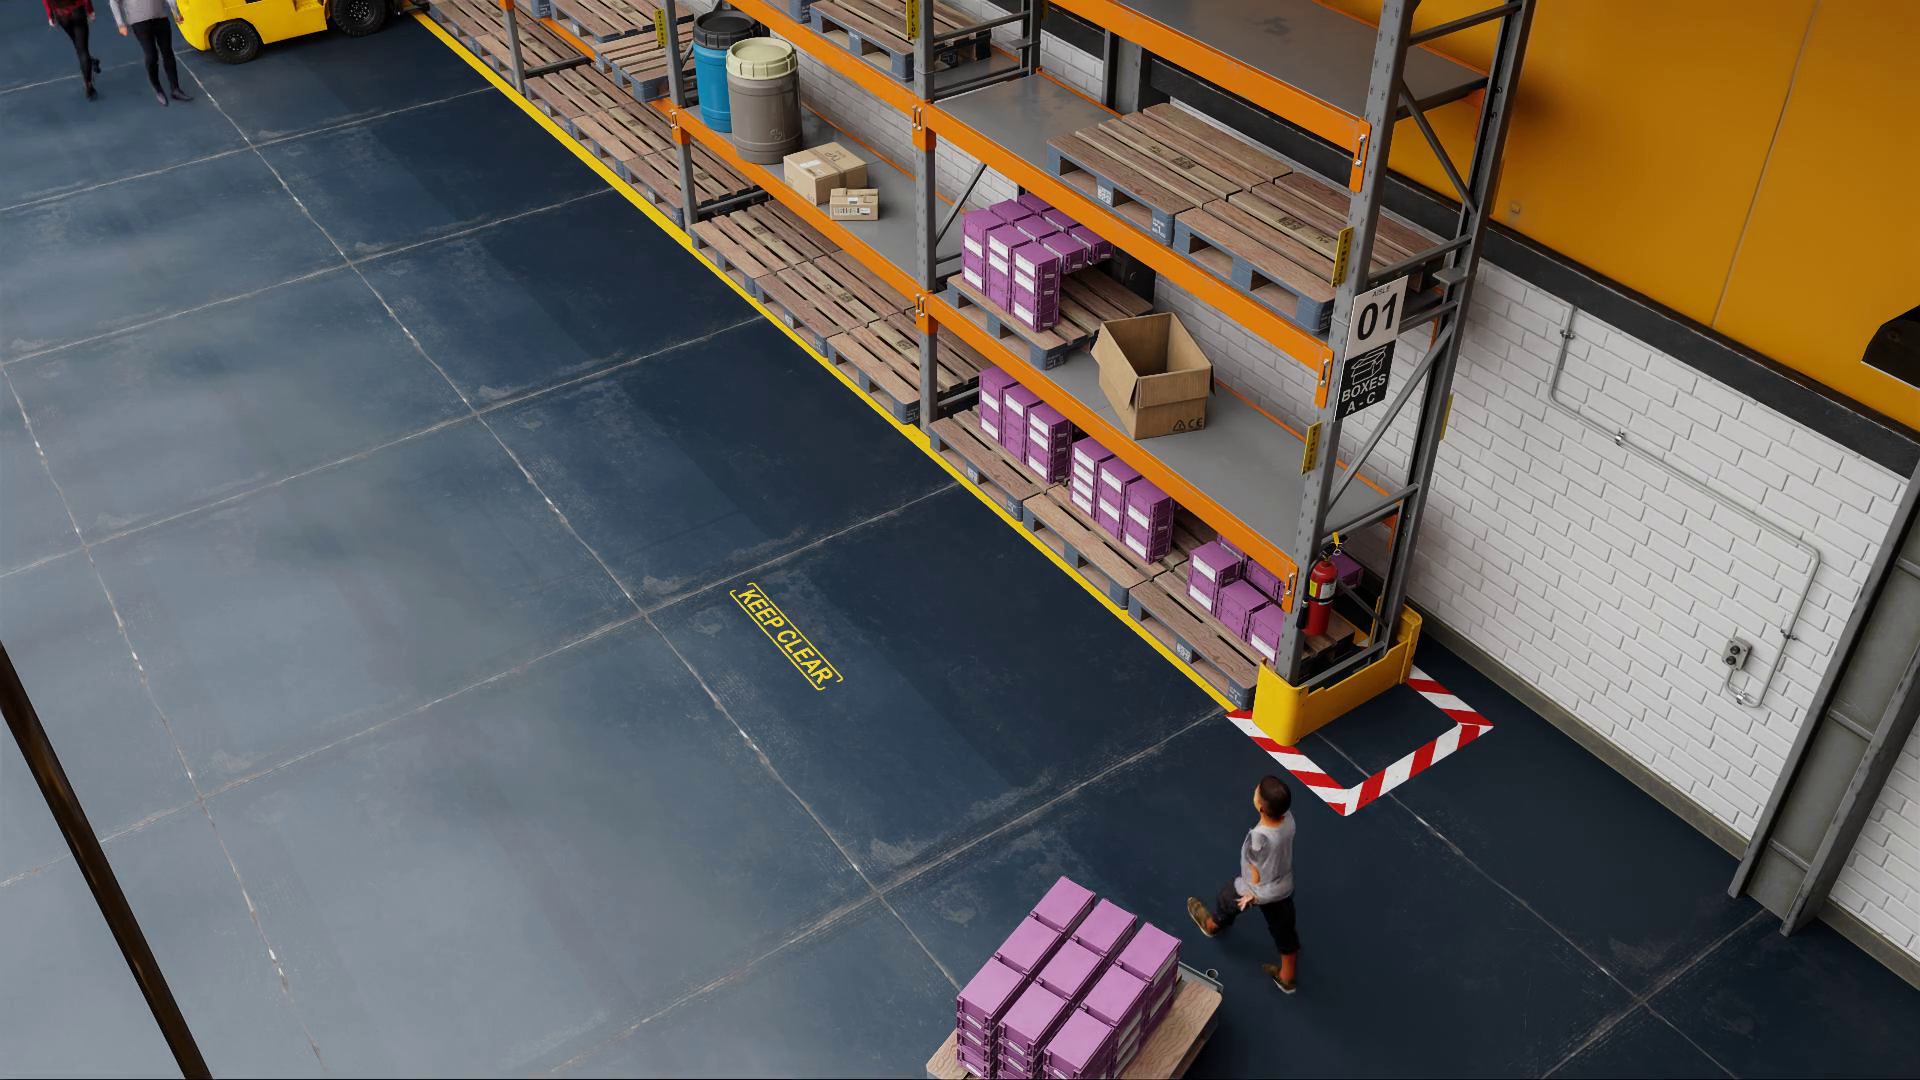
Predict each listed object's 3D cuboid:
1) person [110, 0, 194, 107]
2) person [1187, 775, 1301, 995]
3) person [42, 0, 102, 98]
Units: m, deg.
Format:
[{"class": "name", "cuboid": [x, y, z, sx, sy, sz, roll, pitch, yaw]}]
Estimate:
[{"class": "person", "cuboid": [-8.660, -5.575, 17.626, 0.750, 1.908, 0.835, 28, 46, 30]}, {"class": "person", "cuboid": [1.661, 1.813, 8.765, 0.629, 1.421, 0.986, -25, 45, -28]}, {"class": "person", "cuboid": [-9.537, -5.567, 17.849, 0.860, 1.617, 1.140, -8, 39, -10]}]
